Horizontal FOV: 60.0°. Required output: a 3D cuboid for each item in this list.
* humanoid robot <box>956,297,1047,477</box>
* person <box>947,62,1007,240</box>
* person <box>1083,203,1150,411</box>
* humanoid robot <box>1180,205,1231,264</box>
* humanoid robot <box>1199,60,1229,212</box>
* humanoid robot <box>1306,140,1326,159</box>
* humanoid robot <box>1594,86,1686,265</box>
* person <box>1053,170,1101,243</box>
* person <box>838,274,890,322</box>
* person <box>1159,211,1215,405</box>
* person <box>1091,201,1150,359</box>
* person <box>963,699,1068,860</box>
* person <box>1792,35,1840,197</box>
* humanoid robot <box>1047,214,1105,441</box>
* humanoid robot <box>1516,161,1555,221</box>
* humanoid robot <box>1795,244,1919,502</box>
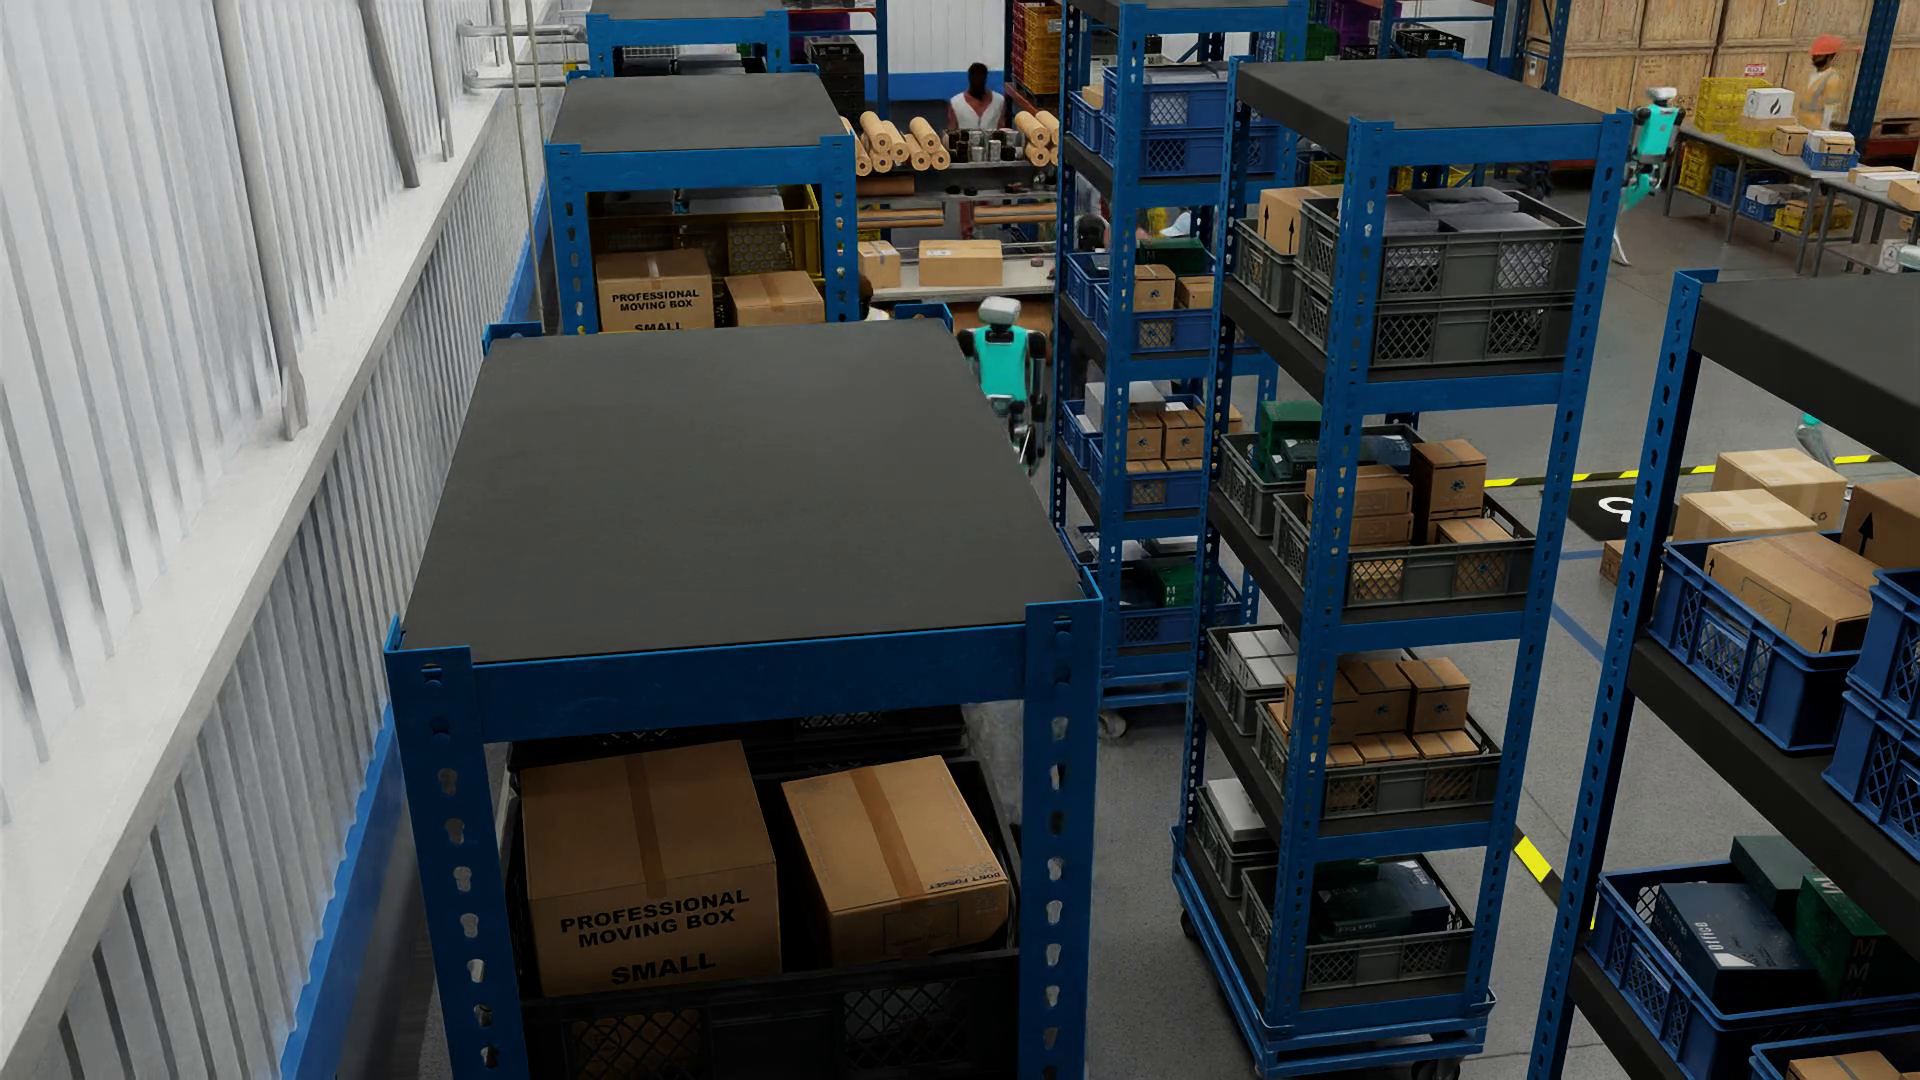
[{"bbox_3d":[0.209,-0.484,9.621,0.547,1.736,1.042,4,25,9],"label":"humanoid robot"},{"bbox_3d":[0.174,-3.828,16.675,0.662,1.893,0.469,-5,25,-11],"label":"person"},{"bbox_3d":[1.231,-1.777,12.396,0.553,1.739,0.539,-17,30,-33],"label":"person"},{"bbox_3d":[2.509,-3.612,16.416,0.596,1.788,0.834,-6,25,-12],"label":"humanoid robot"},{"bbox_3d":[2.825,-4.396,18.171,0.361,1.644,0.597,-10,27,-21],"label":"humanoid robot"},{"bbox_3d":[4.289,-4.979,19.203,0.735,1.677,0.533,0,25,0],"label":"humanoid robot"},{"bbox_3d":[6.563,-3.585,16.401,0.558,1.834,0.885,-7,26,-15],"label":"humanoid robot"},{"bbox_3d":[0.938,-2.613,14.268,0.711,1.701,0.498,-13,28,-26],"label":"person"},{"bbox_3d":[-0.674,-0.717,10.022,0.729,1.826,0.457,-8,26,-16],"label":"person"},{"bbox_3d":[1.507,-1.309,11.249,0.397,1.850,0.597,-5,25,-11],"label":"person"},{"bbox_3d":[1.324,-2.300,13.490,0.807,1.791,0.544,20,31,36],"label":"person"},{"bbox_3d":[0.123,0.965,6.333,0.540,1.829,0.916,-5,25,-11],"label":"person"},{"bbox_3d":[9.375,-4.550,18.222,0.747,1.916,0.555,1,25,3],"label":"person"},{"bbox_3d":[0.817,-1.506,11.932,0.492,1.651,0.592,-17,30,-33],"label":"humanoid robot"},{"bbox_3d":[5.563,-3.439,16.091,0.317,1.645,0.609,16,29,31],"label":"humanoid robot"},{"bbox_3d":[5.774,-1.100,10.778,0.735,1.672,0.533,14,28,28],"label":"humanoid robot"}]
